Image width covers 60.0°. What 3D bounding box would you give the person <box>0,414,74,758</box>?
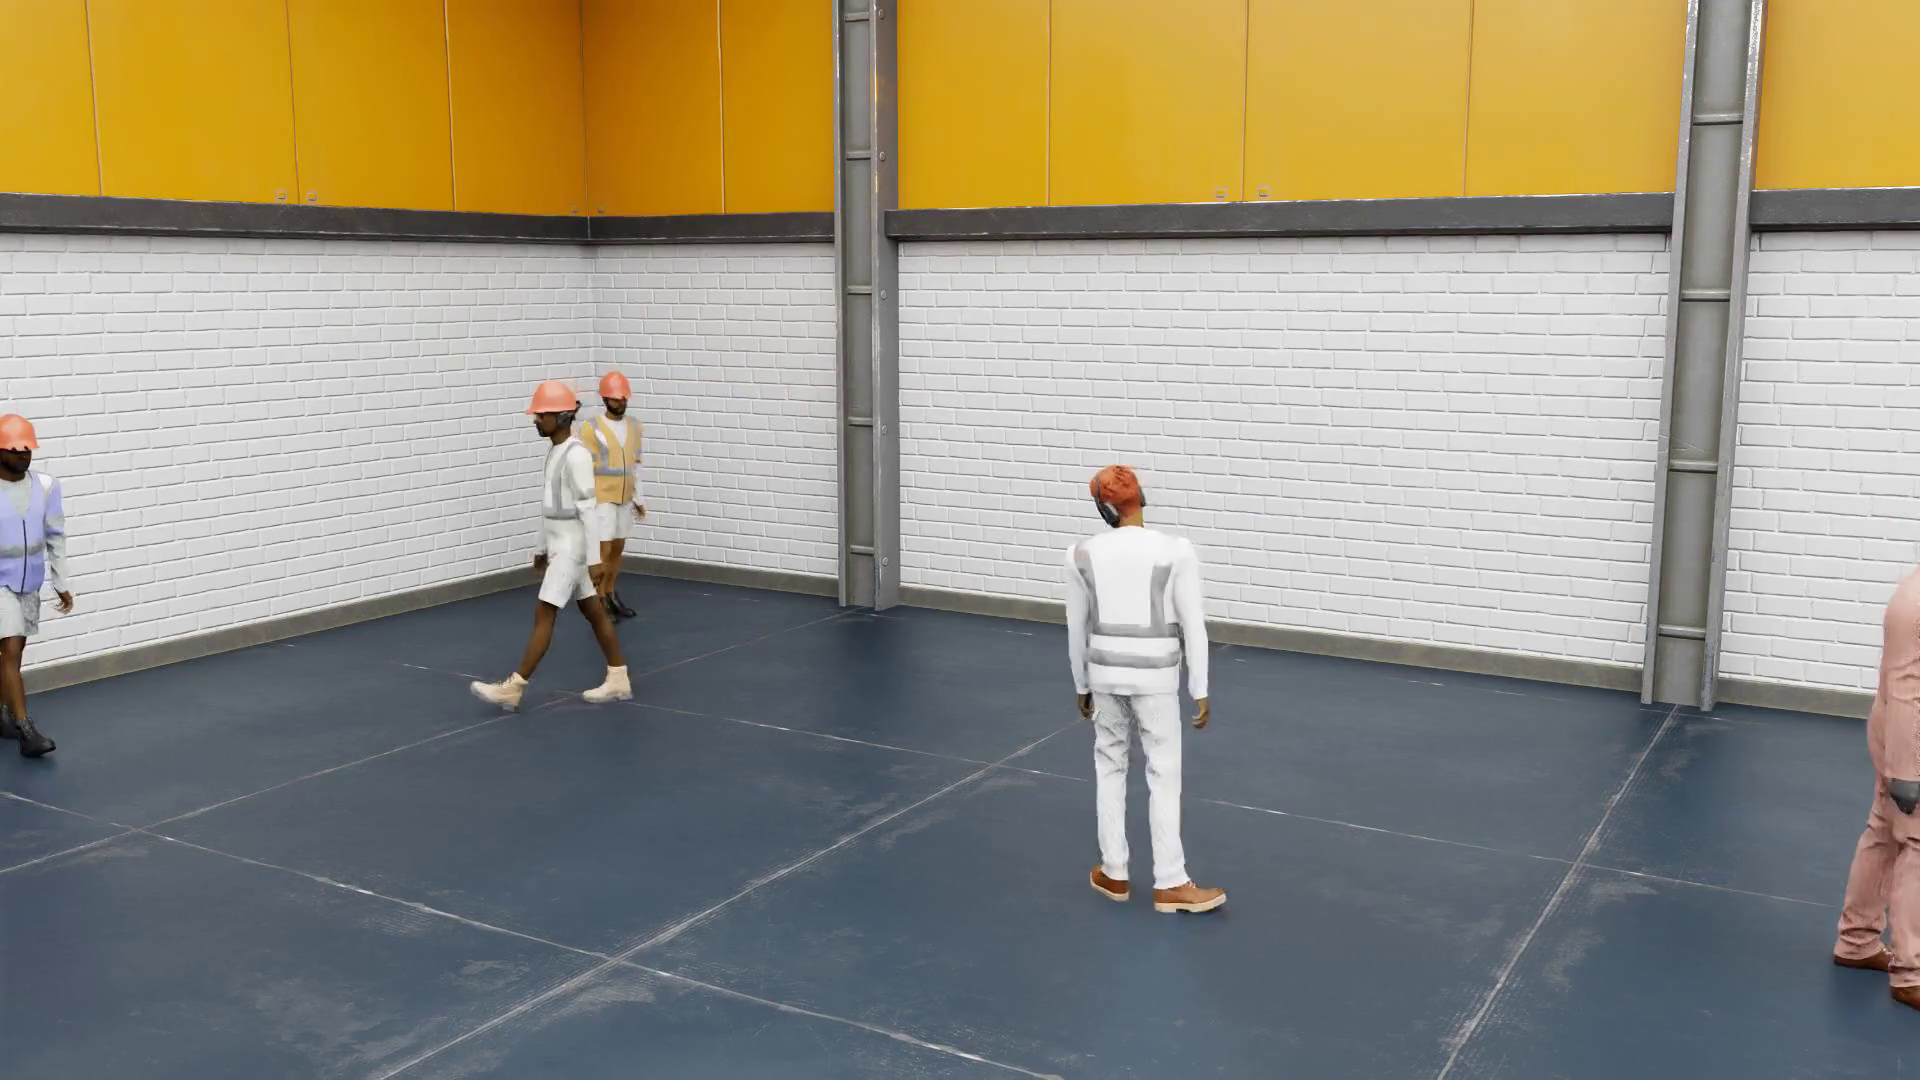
[{"bbox_3d":[-5.227,0.238,9.237,0.918,1.878,0.549,5,10,29],"label":"person"}]

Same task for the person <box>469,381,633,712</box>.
[{"bbox_3d":[-2.483,0.046,10.056,1.040,1.993,0.638,-4,10,-24],"label":"person"}]

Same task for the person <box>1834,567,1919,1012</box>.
[{"bbox_3d":[3.528,0.759,6.032,0.588,1.879,0.649,8,12,42],"label":"person"}]

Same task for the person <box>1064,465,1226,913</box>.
[{"bbox_3d":[0.789,0.628,6.962,0.751,1.838,0.389,4,10,24],"label":"person"}]

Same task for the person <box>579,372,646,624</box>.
[{"bbox_3d":[-2.632,-0.314,12.640,0.537,1.914,0.547,7,12,39],"label":"person"}]
